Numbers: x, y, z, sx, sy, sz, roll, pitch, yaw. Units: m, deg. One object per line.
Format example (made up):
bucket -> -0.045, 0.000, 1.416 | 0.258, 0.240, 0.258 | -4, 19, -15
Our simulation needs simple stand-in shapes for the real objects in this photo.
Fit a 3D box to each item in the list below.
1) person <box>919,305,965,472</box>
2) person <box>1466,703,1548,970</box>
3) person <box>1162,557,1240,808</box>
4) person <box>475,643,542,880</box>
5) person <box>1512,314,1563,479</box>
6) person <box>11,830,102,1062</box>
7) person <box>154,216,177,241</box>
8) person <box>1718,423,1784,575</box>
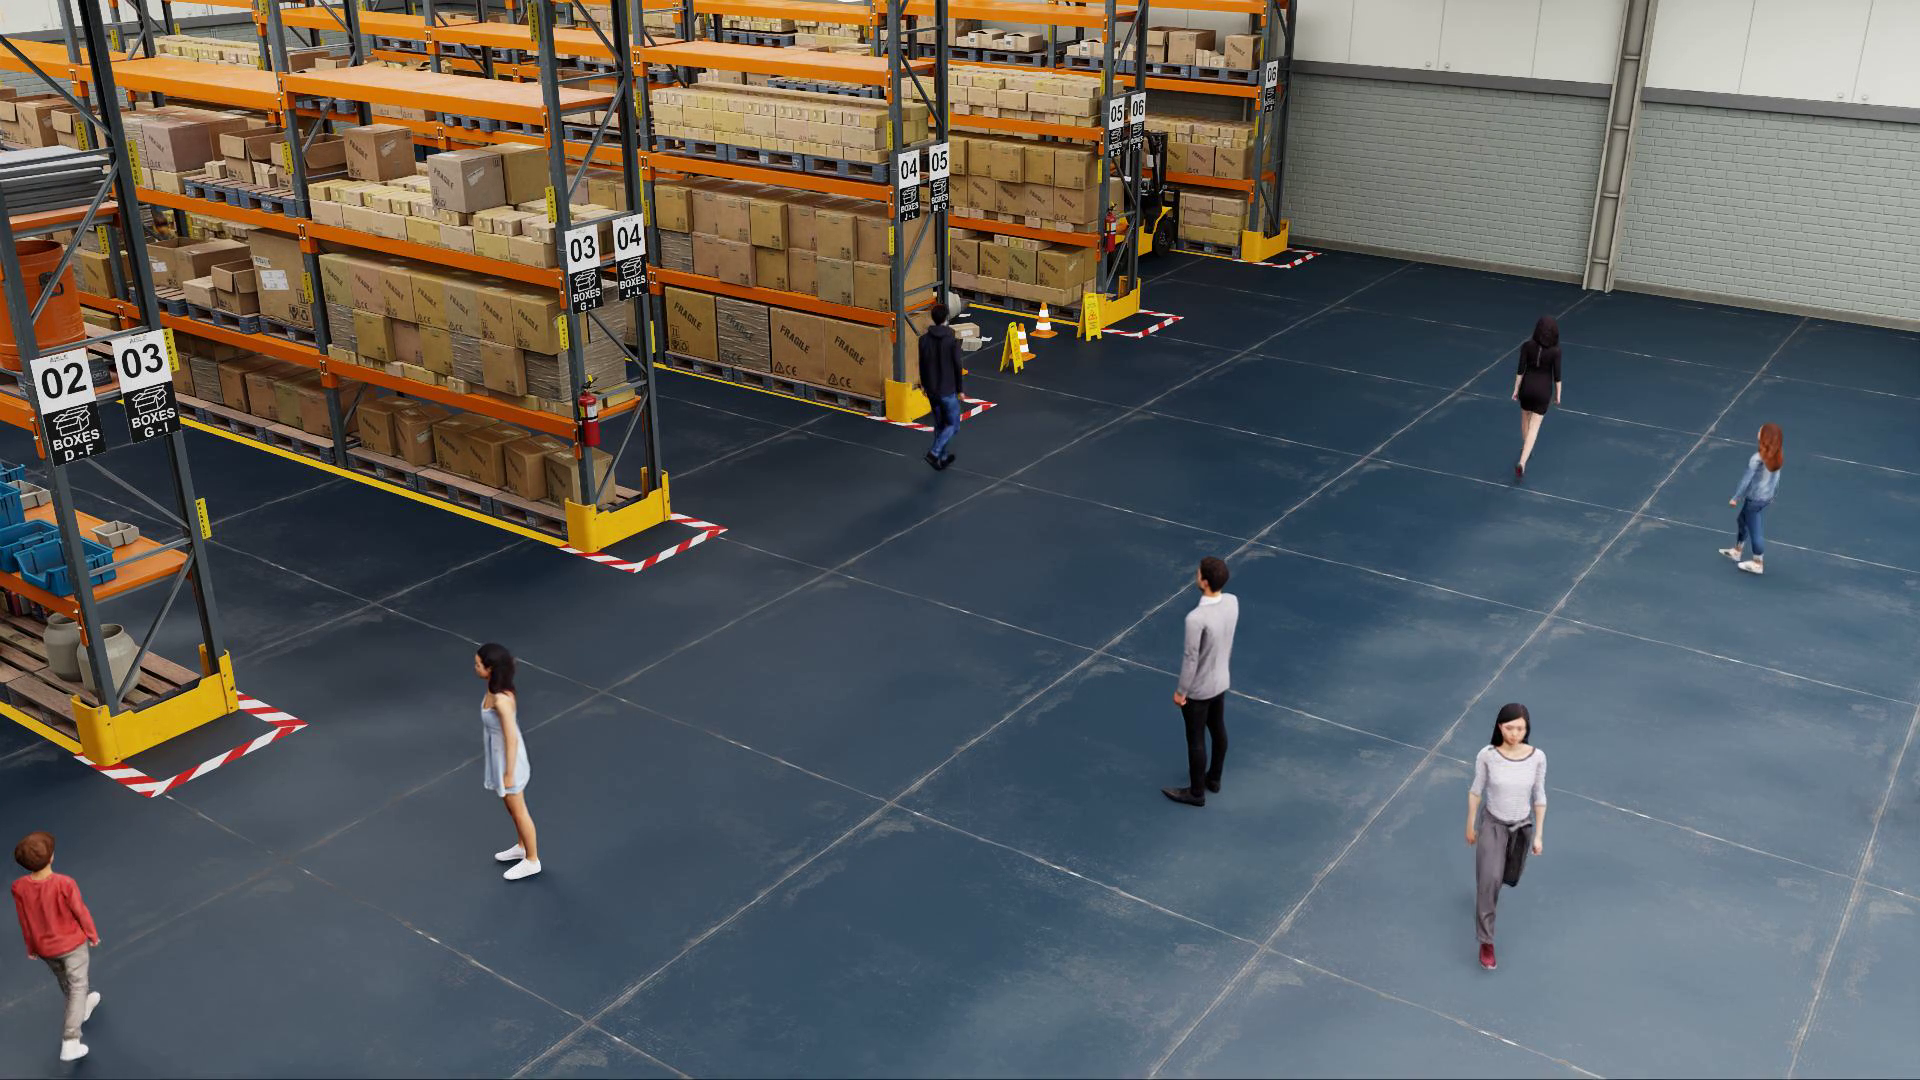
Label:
person -> -0.231, -1.618, 18.180 | 0.911, 1.879, 0.782 | 13, 26, 28
person -> 3.405, 1.772, 10.425 | 1.079, 1.709, 0.999 | 2, 23, 6
person -> 1.773, 1.008, 11.948 | 0.668, 1.923, 0.768 | 20, 30, 39
person -> -3.027, 1.462, 11.129 | 0.732, 1.729, 0.628 | -10, 25, -22
person -> 6.228, -1.511, 18.088 | 1.047, 1.755, 0.686 | 15, 27, 31
person -> -5.168, 2.332, 9.512 | 0.915, 1.394, 0.921 | -1, 23, -1
person -> -11.639, -4.050, 24.486 | 0.658, 1.420, 0.932 | -19, 29, -37
person -> 7.651, -0.375, 15.794 | 0.708, 1.459, 0.818 | -17, 28, -34
